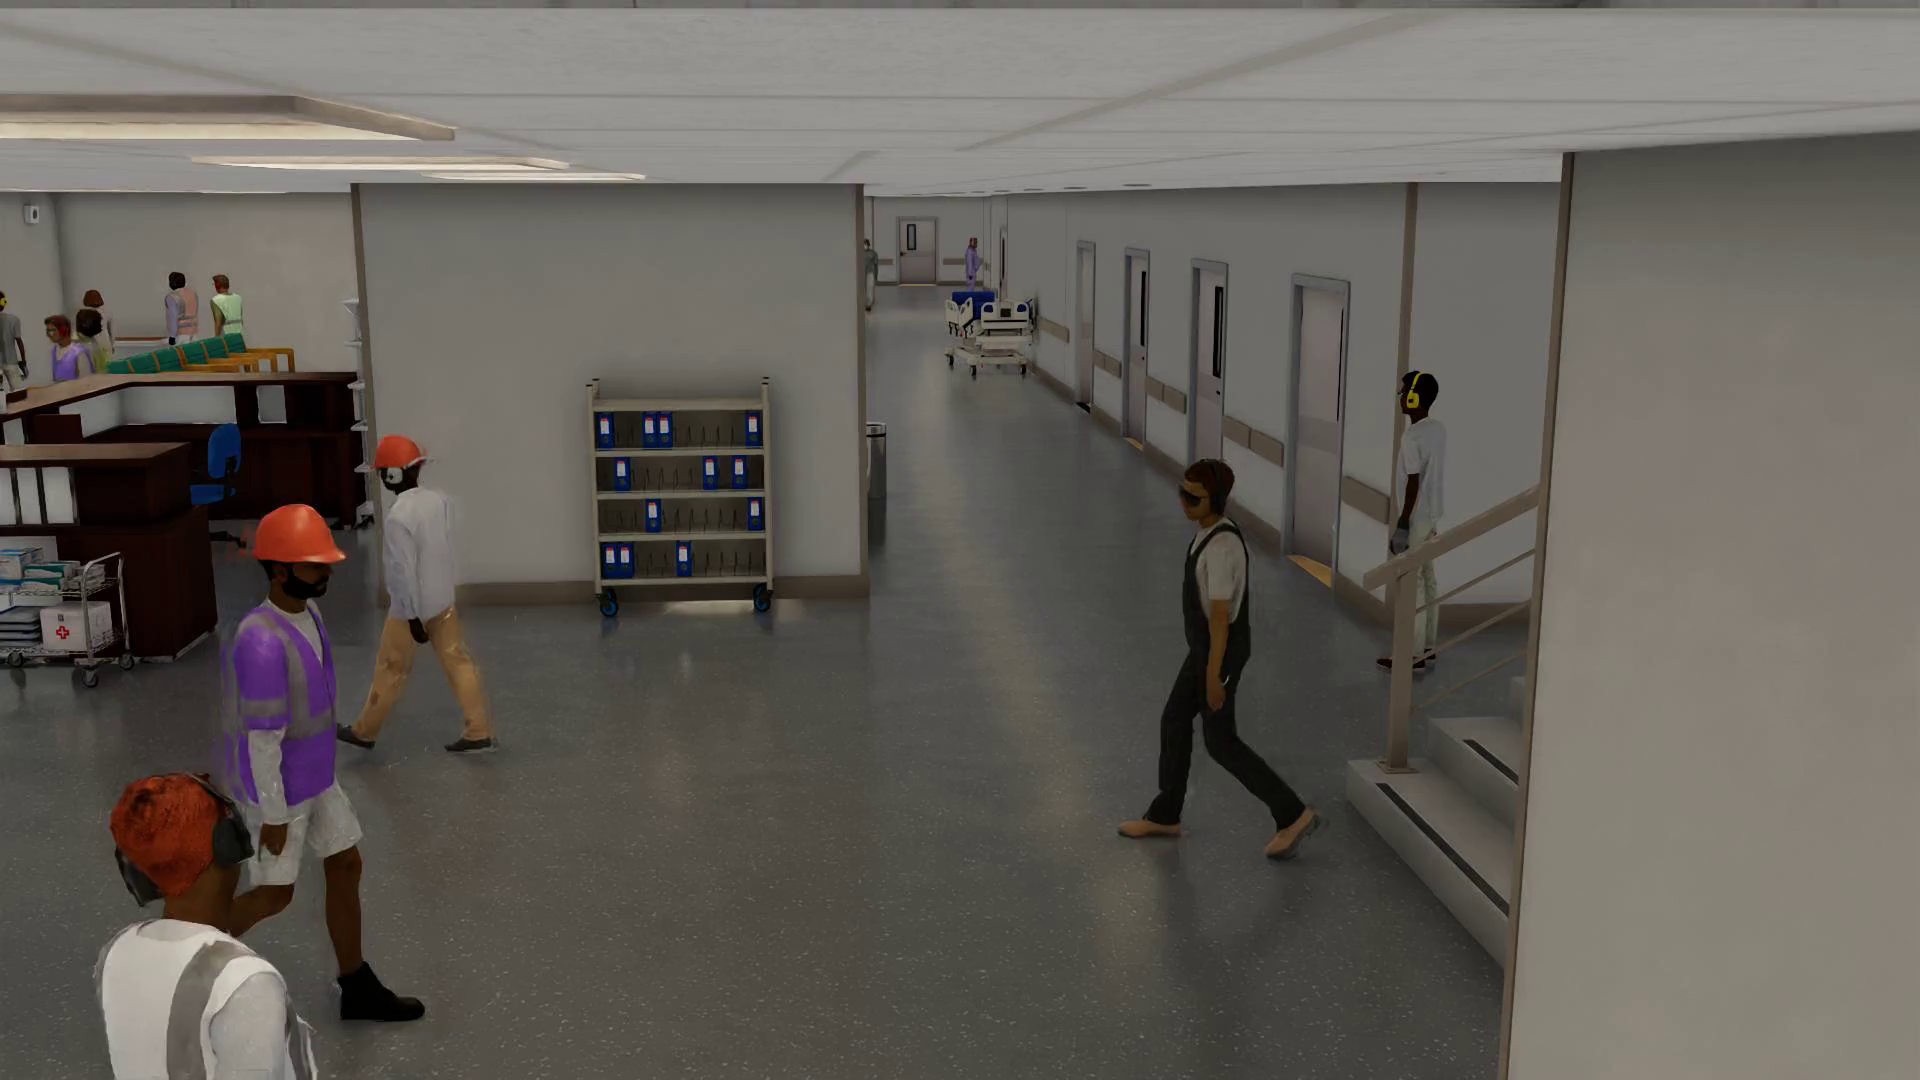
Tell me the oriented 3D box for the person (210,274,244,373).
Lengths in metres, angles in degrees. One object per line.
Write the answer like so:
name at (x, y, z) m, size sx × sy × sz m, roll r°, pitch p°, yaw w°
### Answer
person at (-10.599, -2.924, 24.137) m, size 0.373 × 1.840 × 0.572 m, roll 3°, pitch 12°, yaw 16°

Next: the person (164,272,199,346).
person at (-11.720, -3.113, 25.064) m, size 0.430 × 1.845 × 0.623 m, roll 2°, pitch 12°, yaw 11°

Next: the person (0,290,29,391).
person at (-11.534, -2.095, 20.036) m, size 0.528 × 1.863 × 0.322 m, roll -6°, pitch 13°, yaw -27°

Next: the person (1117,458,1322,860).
person at (1.177, 0.520, 7.399) m, size 0.854 × 1.814 × 0.518 m, roll 1°, pitch 12°, yaw 5°

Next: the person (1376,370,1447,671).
person at (2.826, -0.116, 10.346) m, size 0.334 × 1.873 × 0.517 m, roll 9°, pitch 15°, yaw 37°

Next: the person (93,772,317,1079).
person at (-1.400, 1.361, 3.209) m, size 0.675 × 1.835 × 0.348 m, roll 9°, pitch 15°, yaw 38°

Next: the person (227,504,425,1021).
person at (-2.401, 0.813, 5.743) m, size 0.867 × 1.910 × 0.555 m, roll 0°, pitch 12°, yaw -2°

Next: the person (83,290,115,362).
person at (-12.390, -2.776, 23.919) m, size 0.280 × 1.636 × 0.500 m, roll 6°, pitch 13°, yaw 28°

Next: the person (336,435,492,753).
person at (-2.895, 0.296, 8.721) m, size 0.902 × 1.702 × 0.561 m, roll 3°, pitch 12°, yaw 13°

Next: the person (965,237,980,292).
person at (0.348, -7.285, 45.328) m, size 0.398 × 1.900 × 0.634 m, roll 2°, pitch 12°, yaw 7°
